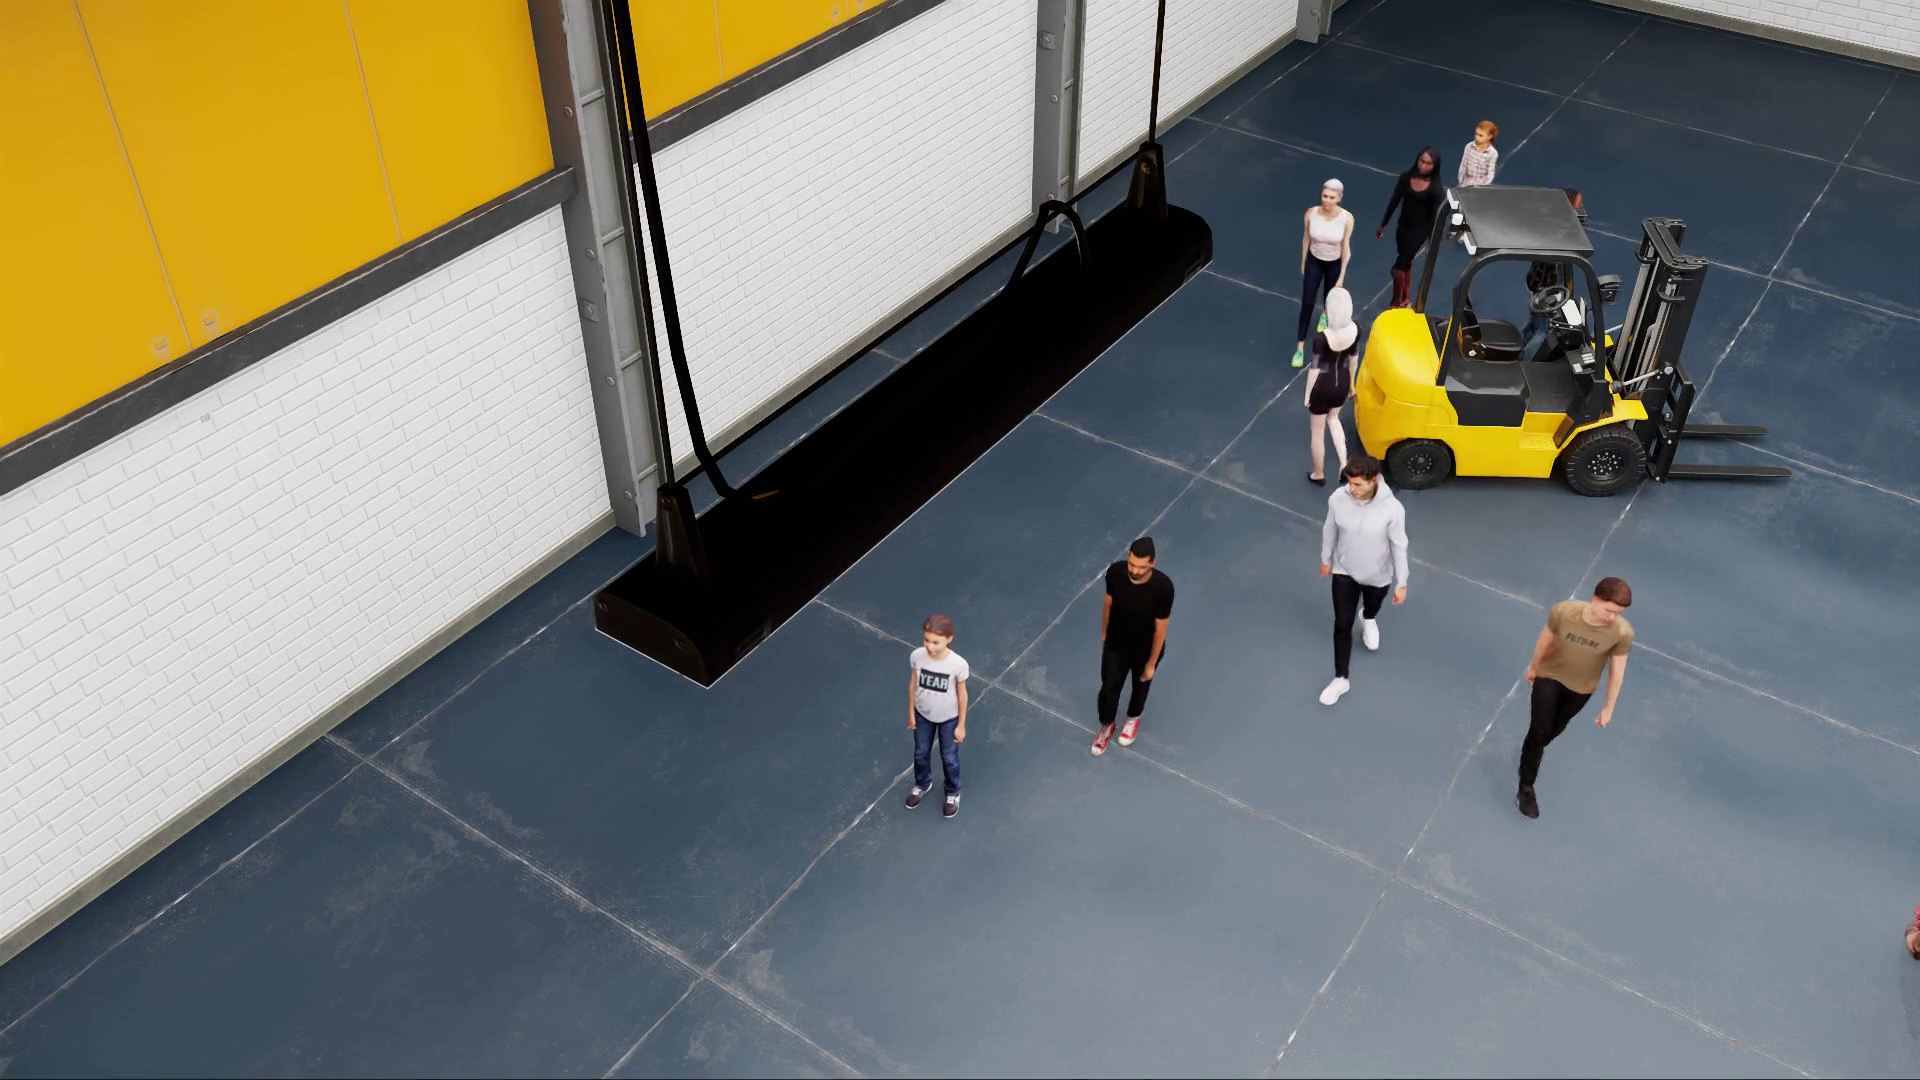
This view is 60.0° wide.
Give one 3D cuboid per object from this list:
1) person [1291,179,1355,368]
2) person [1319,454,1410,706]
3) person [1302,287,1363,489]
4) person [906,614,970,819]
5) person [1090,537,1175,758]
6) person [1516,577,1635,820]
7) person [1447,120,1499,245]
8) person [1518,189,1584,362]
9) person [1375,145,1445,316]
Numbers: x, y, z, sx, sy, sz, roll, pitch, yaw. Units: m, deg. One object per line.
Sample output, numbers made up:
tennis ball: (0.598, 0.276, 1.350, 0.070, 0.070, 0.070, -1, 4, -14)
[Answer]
person: (3.227, -2.423, 14.605, 0.833, 1.648, 1.261, 13, 40, 16)
person: (2.730, 0.146, 11.204, 0.983, 1.878, 1.299, 10, 40, 12)
person: (2.891, -1.091, 12.801, 0.790, 1.817, 0.841, -12, 40, -15)
person: (-0.140, 1.062, 10.311, 0.596, 1.562, 0.603, 12, 40, 14)
person: (1.159, 0.612, 10.730, 0.710, 1.741, 0.766, 14, 41, 17)
person: (3.772, 0.838, 10.394, 0.842, 1.808, 1.077, 20, 43, 23)
person: (5.068, -3.513, 16.248, 0.534, 1.301, 0.510, 28, 47, 31)
person: (4.905, -2.149, 14.128, 0.869, 1.816, 0.758, 4, 39, 5)
person: (4.148, -2.781, 15.008, 0.820, 1.706, 0.801, -19, 42, -22)
